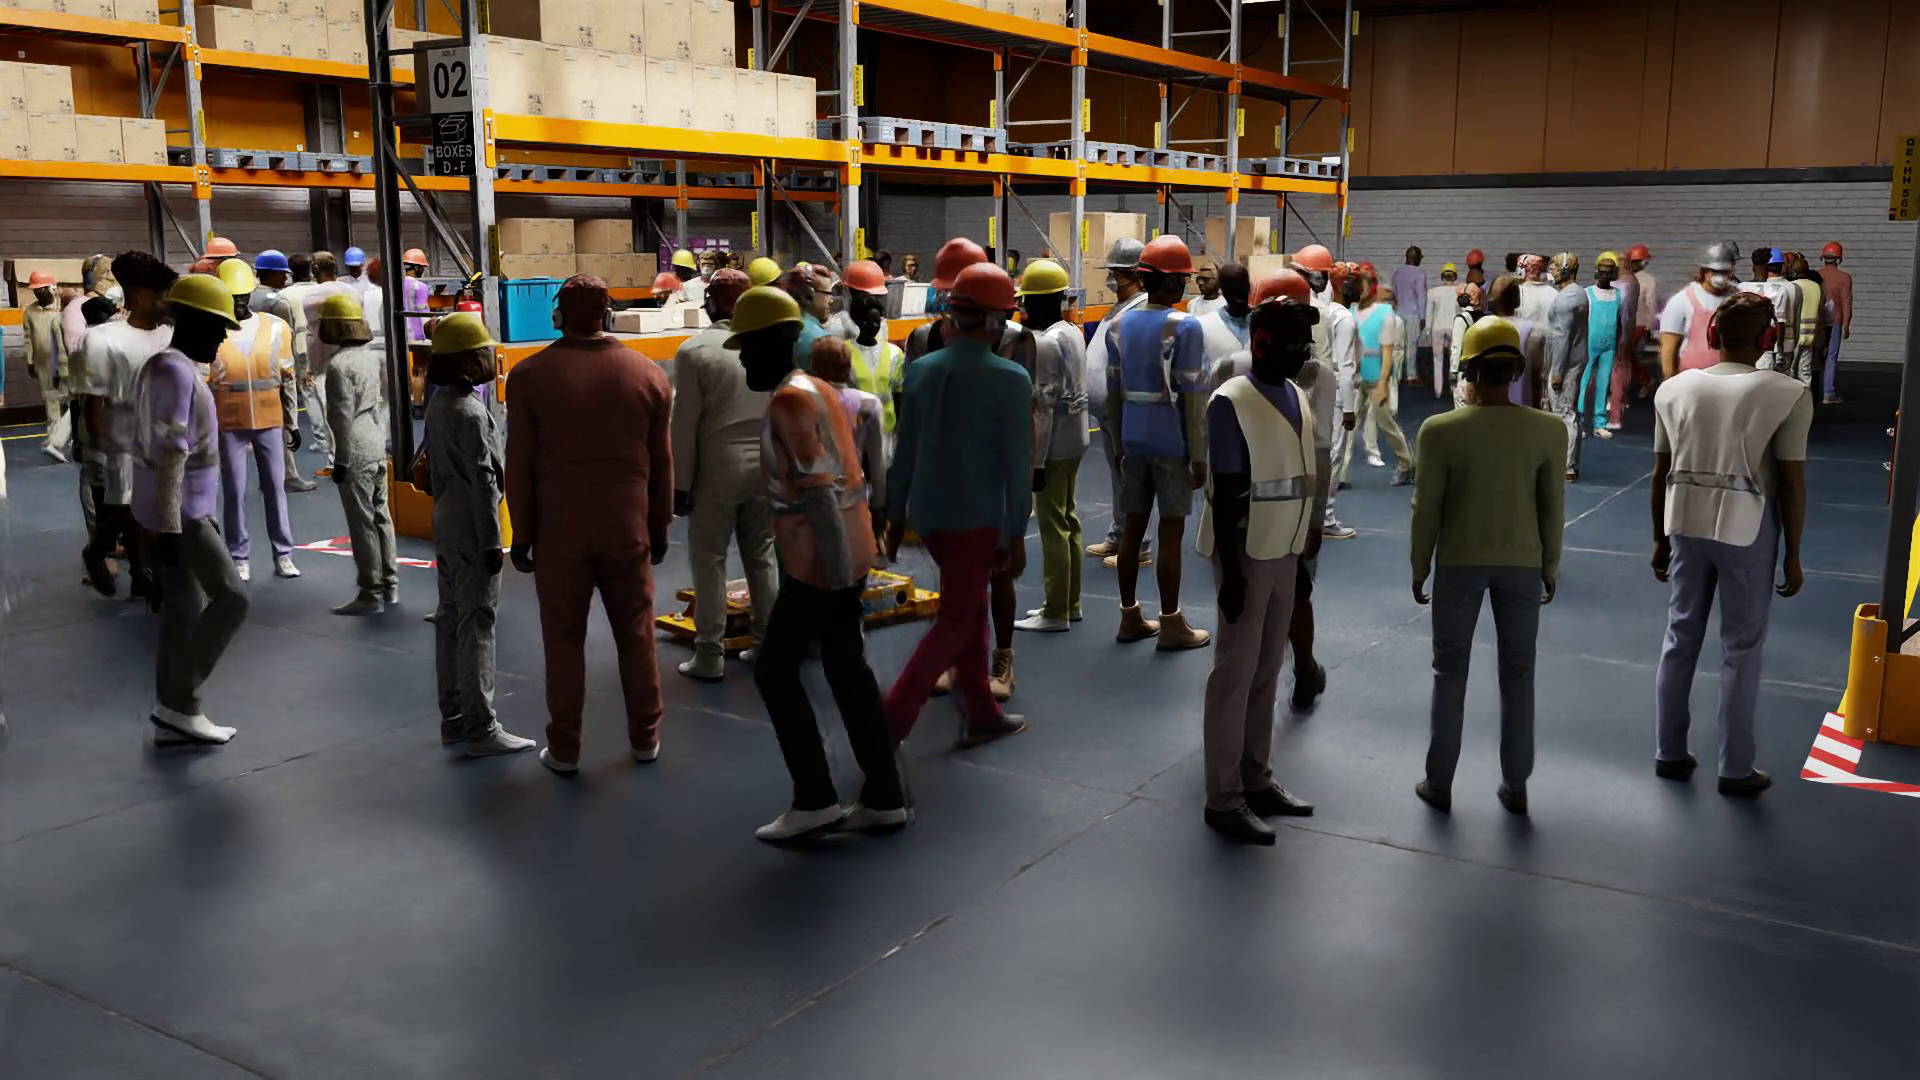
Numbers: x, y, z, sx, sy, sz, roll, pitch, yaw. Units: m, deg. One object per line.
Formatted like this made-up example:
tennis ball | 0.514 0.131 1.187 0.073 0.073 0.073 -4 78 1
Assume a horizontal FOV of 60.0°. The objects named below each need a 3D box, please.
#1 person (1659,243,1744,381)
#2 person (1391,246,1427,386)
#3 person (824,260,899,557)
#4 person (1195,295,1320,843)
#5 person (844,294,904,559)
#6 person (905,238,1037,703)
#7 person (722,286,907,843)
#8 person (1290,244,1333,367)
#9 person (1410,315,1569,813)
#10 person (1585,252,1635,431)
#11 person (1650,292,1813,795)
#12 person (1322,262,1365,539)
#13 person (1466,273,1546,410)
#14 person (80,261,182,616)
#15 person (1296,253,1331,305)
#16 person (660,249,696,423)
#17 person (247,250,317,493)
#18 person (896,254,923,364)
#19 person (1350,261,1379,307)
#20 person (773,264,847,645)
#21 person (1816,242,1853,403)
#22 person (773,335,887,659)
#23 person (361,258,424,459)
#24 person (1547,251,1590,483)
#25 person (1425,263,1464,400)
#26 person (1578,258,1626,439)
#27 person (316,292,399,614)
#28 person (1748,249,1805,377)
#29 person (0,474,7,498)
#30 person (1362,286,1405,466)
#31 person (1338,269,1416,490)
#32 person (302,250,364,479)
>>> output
person | 5.653 -1.242 12.512 0.712 2.000 0.982 1 10 4
person | 6.245 -3.106 23.121 0.378 1.940 0.628 -5 11 -25
person | -0.736 -0.856 10.772 0.782 1.902 0.545 6 12 30
person | 1.023 0.085 5.723 0.389 1.838 0.563 7 13 36
person | -0.589 -0.698 10.482 0.529 1.689 0.321 -5 11 -24
person | 0.029 -0.296 7.317 0.611 2.030 0.410 4 11 19
person | -0.487 0.089 5.625 0.667 1.862 0.623 1 10 7
person | 2.373 -1.023 11.431 0.400 1.992 0.628 -3 11 -16
person | 1.862 0.092 5.906 0.526 1.762 0.341 2 10 8
person | 6.918 -2.143 17.947 0.598 1.882 0.966 -1 10 -8
person | 2.797 0.016 6.115 0.395 1.836 0.561 -8 13 -39
person | 2.554 -0.942 11.312 0.342 1.877 0.570 -1 10 -4
person | 3.429 -0.757 10.442 0.523 1.824 0.742 0 10 -1
person | -4.467 -0.540 8.989 0.781 1.922 0.640 7 12 32
person | 3.721 -2.183 18.114 0.446 1.903 0.678 -7 12 -35
person | -3.068 -2.235 18.339 0.379 1.925 0.595 5 11 24
person | -5.520 -1.351 13.390 0.604 1.942 0.402 8 13 38
person | -0.657 -2.716 21.223 0.514 1.843 0.327 -9 13 -40
person | 5.397 -2.840 22.216 0.357 1.763 0.572 -9 14 -41
person | -0.756 -0.422 8.353 0.402 1.904 0.639 -7 13 -35
person | 10.790 -2.699 20.710 0.390 1.992 0.624 -7 12 -34
person | -0.594 -0.145 7.695 0.540 1.587 0.899 -1 10 -6
person | -5.232 -1.641 15.266 0.717 1.862 0.338 7 12 35
person | 5.068 -1.440 13.938 0.377 1.931 0.624 5 11 27
person | 6.220 -2.667 21.281 0.533 1.724 0.823 3 11 15
person | 6.523 -1.948 16.974 0.506 1.843 0.351 -1 10 -4
person | -3.295 -0.468 9.046 0.319 1.742 0.492 0 10 3
person | 7.944 -1.880 16.334 0.602 1.937 0.406 -2 10 -10
person | -7.701 -1.284 12.779 0.415 2.036 0.608 -2 10 -11
person | 3.760 -1.487 15.058 0.499 1.622 0.453 -3 11 -14
person | 3.354 -1.303 13.519 0.972 1.805 0.569 -6 12 -32
person | -5.317 -1.478 14.123 0.371 1.933 0.627 4 11 23
